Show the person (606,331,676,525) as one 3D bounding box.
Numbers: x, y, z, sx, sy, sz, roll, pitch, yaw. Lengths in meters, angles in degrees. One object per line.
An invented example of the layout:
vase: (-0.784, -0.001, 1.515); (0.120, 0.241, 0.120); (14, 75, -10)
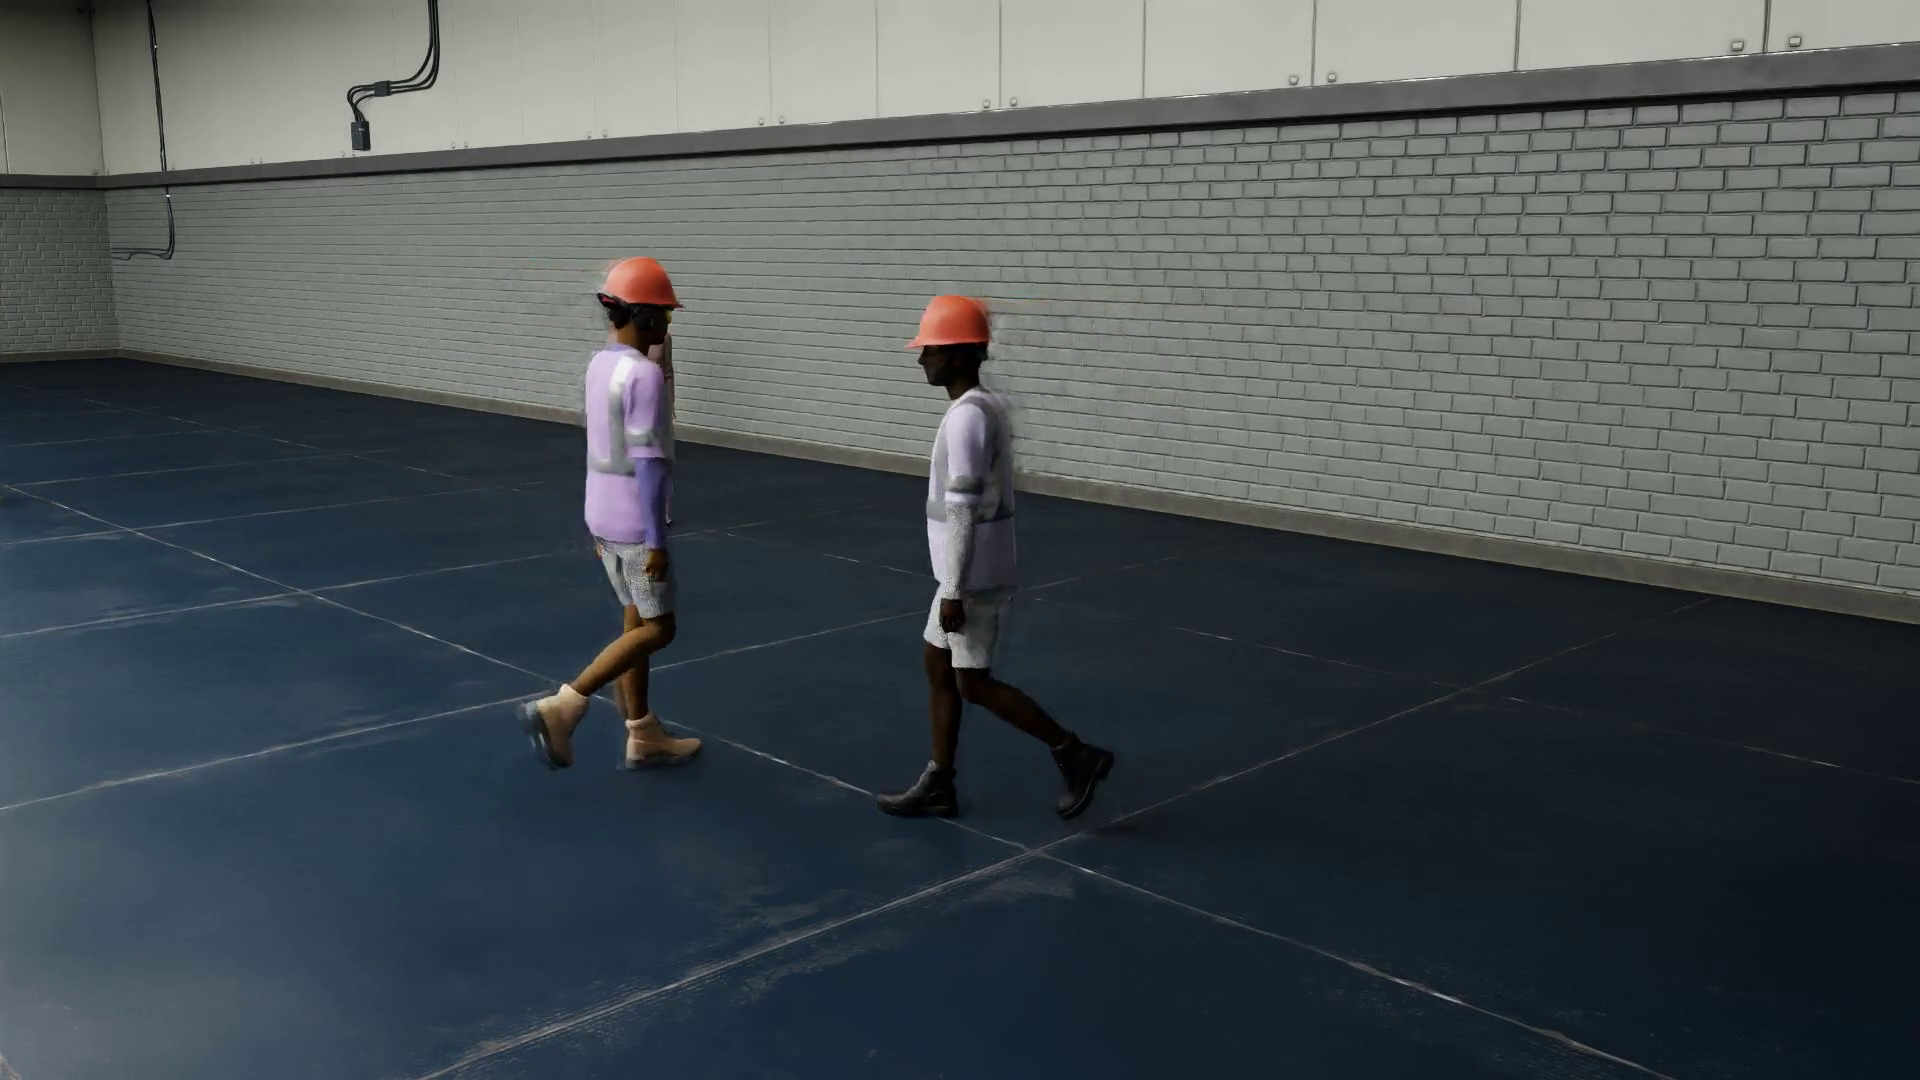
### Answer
person: (-2.304, -0.968, 12.084); (0.517, 1.757, 0.337); (-8, 13, -38)

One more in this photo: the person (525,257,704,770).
person: (-1.352, -0.066, 6.420); (0.690, 2.029, 0.616); (-6, 12, -31)

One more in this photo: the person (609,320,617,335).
person: (-3.090, -1.610, 15.905); (0.514, 1.640, 0.307); (-4, 11, -19)

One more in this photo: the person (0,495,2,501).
person: (-7.910, -1.262, 13.044); (0.609, 1.992, 0.383); (6, 12, 29)

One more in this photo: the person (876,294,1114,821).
person: (0.122, 0.091, 5.903); (0.794, 1.914, 0.543); (1, 10, 3)
